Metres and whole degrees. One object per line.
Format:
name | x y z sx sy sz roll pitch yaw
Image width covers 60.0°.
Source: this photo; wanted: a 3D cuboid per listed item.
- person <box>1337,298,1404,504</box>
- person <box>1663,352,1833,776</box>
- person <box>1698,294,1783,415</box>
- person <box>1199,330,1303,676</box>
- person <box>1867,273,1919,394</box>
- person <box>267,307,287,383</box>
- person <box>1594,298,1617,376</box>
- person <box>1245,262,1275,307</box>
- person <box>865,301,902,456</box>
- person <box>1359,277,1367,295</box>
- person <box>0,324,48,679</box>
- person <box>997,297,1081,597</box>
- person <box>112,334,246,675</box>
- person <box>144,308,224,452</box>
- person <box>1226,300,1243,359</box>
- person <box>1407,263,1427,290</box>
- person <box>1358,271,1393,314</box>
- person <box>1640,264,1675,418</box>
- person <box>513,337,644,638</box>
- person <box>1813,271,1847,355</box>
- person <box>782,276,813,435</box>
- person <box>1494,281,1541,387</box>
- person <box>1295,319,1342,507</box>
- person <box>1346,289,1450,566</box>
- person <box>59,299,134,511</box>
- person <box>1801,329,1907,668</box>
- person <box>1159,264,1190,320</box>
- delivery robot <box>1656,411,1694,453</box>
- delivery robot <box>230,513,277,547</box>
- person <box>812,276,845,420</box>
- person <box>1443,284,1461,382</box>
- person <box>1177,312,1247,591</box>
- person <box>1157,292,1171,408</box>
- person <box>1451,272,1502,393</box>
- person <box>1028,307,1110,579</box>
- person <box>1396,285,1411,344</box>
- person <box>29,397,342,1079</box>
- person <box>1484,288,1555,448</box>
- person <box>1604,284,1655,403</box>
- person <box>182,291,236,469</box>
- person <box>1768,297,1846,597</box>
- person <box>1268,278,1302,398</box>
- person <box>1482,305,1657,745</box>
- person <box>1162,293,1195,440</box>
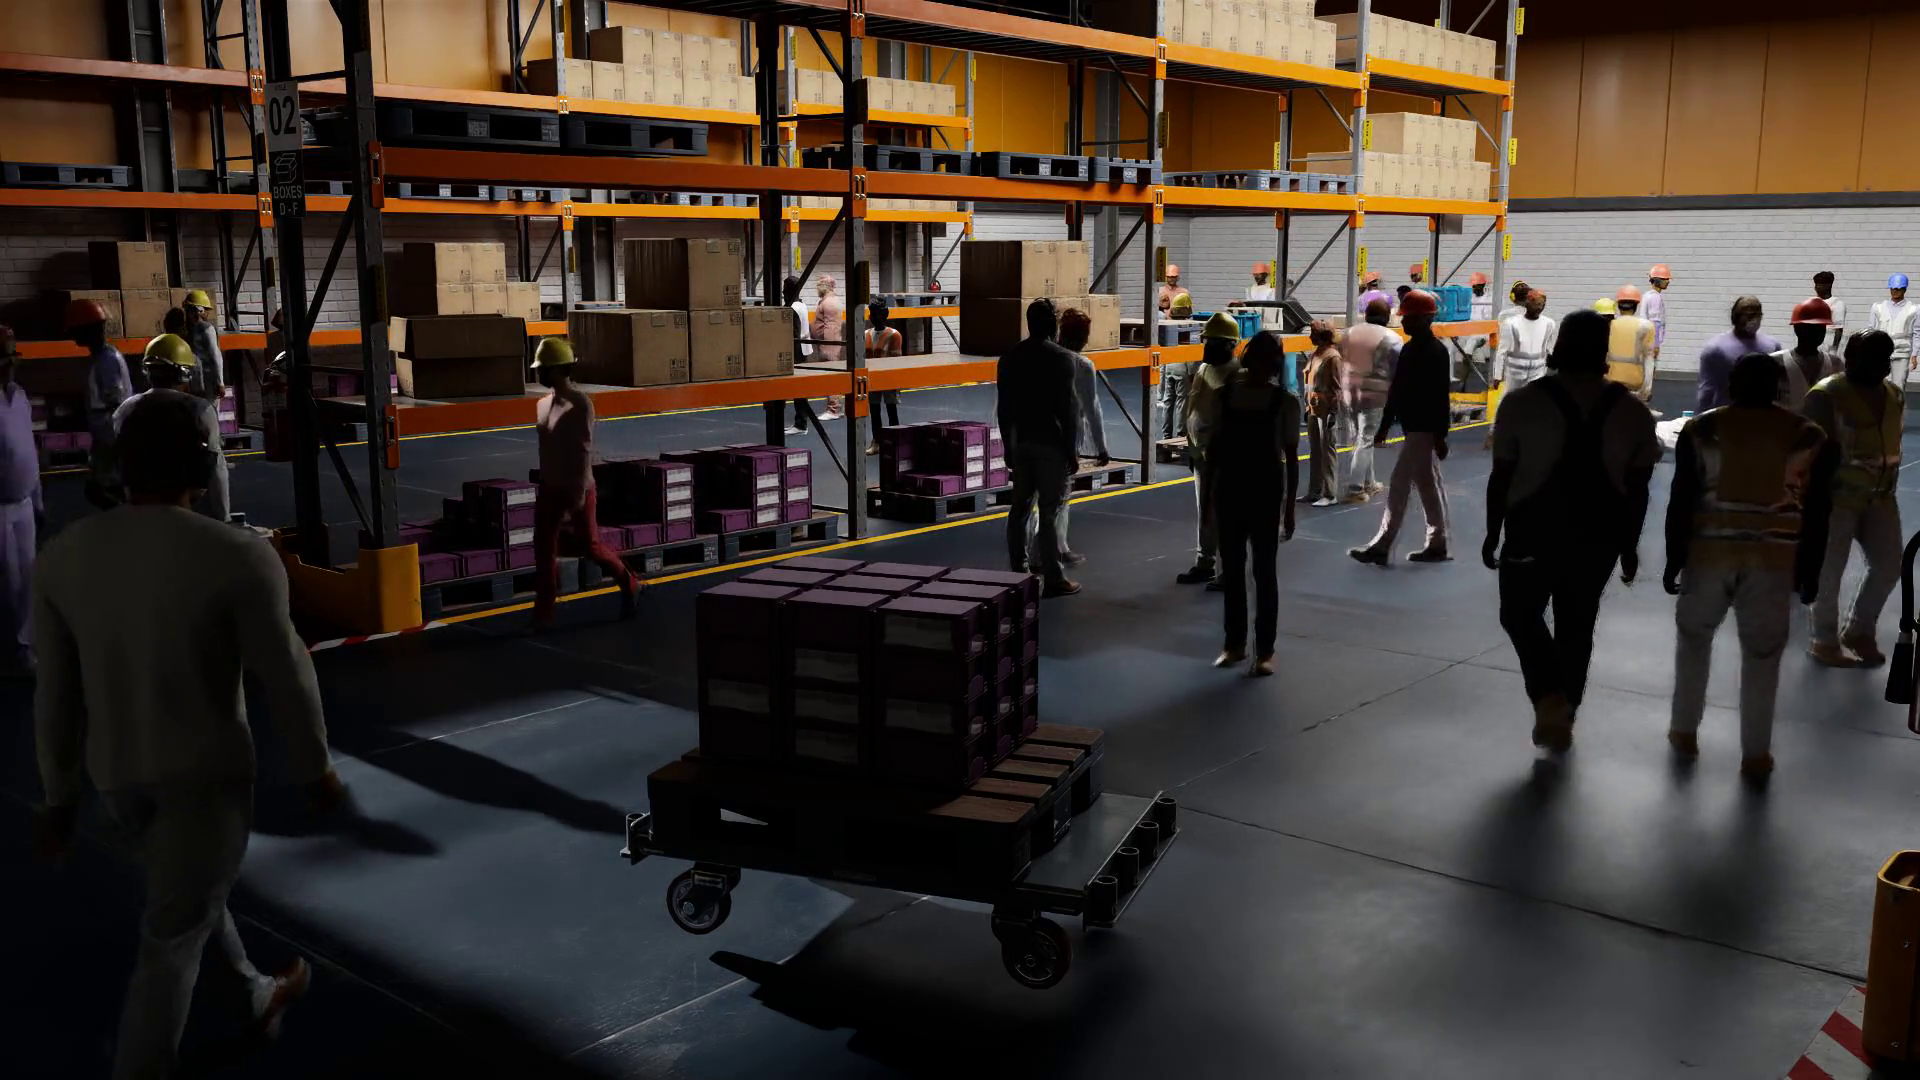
person | 3.709 -1.237 14.798 0.842 1.809 0.659 -9 14 -42
person | 3.428 0.091 7.293 0.652 1.808 0.663 3 11 19
person | 5.885 -0.908 12.641 0.642 1.915 0.871 -1 10 -8
person | 1.548 -0.192 8.871 0.524 1.832 0.353 5 11 27
person | 11.389 -2.278 20.336 0.602 1.949 0.392 7 12 37
person | -7.255 -1.690 17.925 0.499 1.626 0.281 5 11 28
person | 6.302 -1.495 16.404 0.525 1.769 0.314 -2 10 -14
person | 5.101 -3.668 28.031 0.621 2.026 0.777 6 12 32
person | -0.855 -1.740 18.018 0.530 1.689 0.322 6 12 31
person | 6.629 -3.471 27.648 0.525 1.770 0.307 -3 10 -14
person | -4.962 -0.166 8.502 0.483 1.879 0.681 1 10 3
person | 0.517 -0.600 10.816 0.627 1.940 0.376 9 13 42
person | -4.035 -0.150 8.604 0.593 1.820 0.404 3 10 14
person | -5.684 -0.780 12.184 0.543 1.815 0.964 4 11 24
person | 3.367 -2.118 20.387 0.523 1.615 0.687 2 10 10
person | 7.942 -3.852 29.201 0.594 1.978 0.651 1 10 7
person | 6.272 -3.111 25.245 0.592 1.899 0.395 5 11 27
person | 9.282 -2.659 22.239 0.392 2.041 0.615 2 10 12
person | -2.273 -0.325 9.789 0.521 1.740 0.782 7 12 37
person | 11.160 -2.498 21.564 0.377 1.959 0.603 -2 10 -11
person | -1.984 -2.233 20.171 0.392 1.919 0.590 0 10 0
person | 6.485 -2.072 19.379 0.513 1.877 0.328 -1 10 -3
person | 3.168 -1.112 14.580 0.309 1.639 0.522 -3 10 -14
person | 3.131 -0.789 11.846 0.921 1.959 0.620 -1 10 -4
person | -5.891 -0.698 11.457 0.450 1.909 0.567 -5 11 -27
person | 4.809 -0.213 8.934 0.635 1.829 0.491 -2 10 -11
person | 3.319 -3.333 26.215 0.613 1.995 0.391 -1 10 -4
delivery robot | 7.577 -1.100 17.333 0.477 0.478 0.707 -1 10 -7
delivery robot | -4.630 0.068 10.683 0.707 0.478 0.477 -7 12 -33
person | -1.737 -2.523 21.932 0.415 1.885 0.713 0 10 3
person | 8.347 -3.514 28.250 0.311 1.642 0.514 0 10 -1
person | 1.699 -0.586 11.023 0.404 1.837 0.593 -5 11 -28
person | 2.849 -2.696 23.615 0.272 1.632 0.508 -2 10 -10
person | 7.968 -3.134 25.391 0.987 1.894 0.547 -6 12 -30
person | 0.752 -0.659 11.399 0.772 1.849 0.608 -8 13 -39
person | 7.077 -3.186 26.284 0.423 1.663 0.555 -2 10 -12
person | -1.953 0.582 4.252 0.650 1.878 1.055 2 10 10
person | 6.056 -1.809 17.997 0.605 1.845 0.914 0 10 1
person | 6.452 -1.535 16.218 0.586 1.908 0.678 7 12 35
person | -7.731 -1.621 16.962 0.588 1.822 0.403 4 11 21
person | 5.414 -0.588 10.738 0.543 1.942 0.353 0 10 2
person | 4.912 -3.088 25.382 0.583 1.804 0.952 -3 11 -19
person | 2.714 -0.062 7.461 0.701 2.000 0.667 1 10 4
person | 2.508 -1.919 18.898 0.307 1.737 0.484 -7 12 -35
